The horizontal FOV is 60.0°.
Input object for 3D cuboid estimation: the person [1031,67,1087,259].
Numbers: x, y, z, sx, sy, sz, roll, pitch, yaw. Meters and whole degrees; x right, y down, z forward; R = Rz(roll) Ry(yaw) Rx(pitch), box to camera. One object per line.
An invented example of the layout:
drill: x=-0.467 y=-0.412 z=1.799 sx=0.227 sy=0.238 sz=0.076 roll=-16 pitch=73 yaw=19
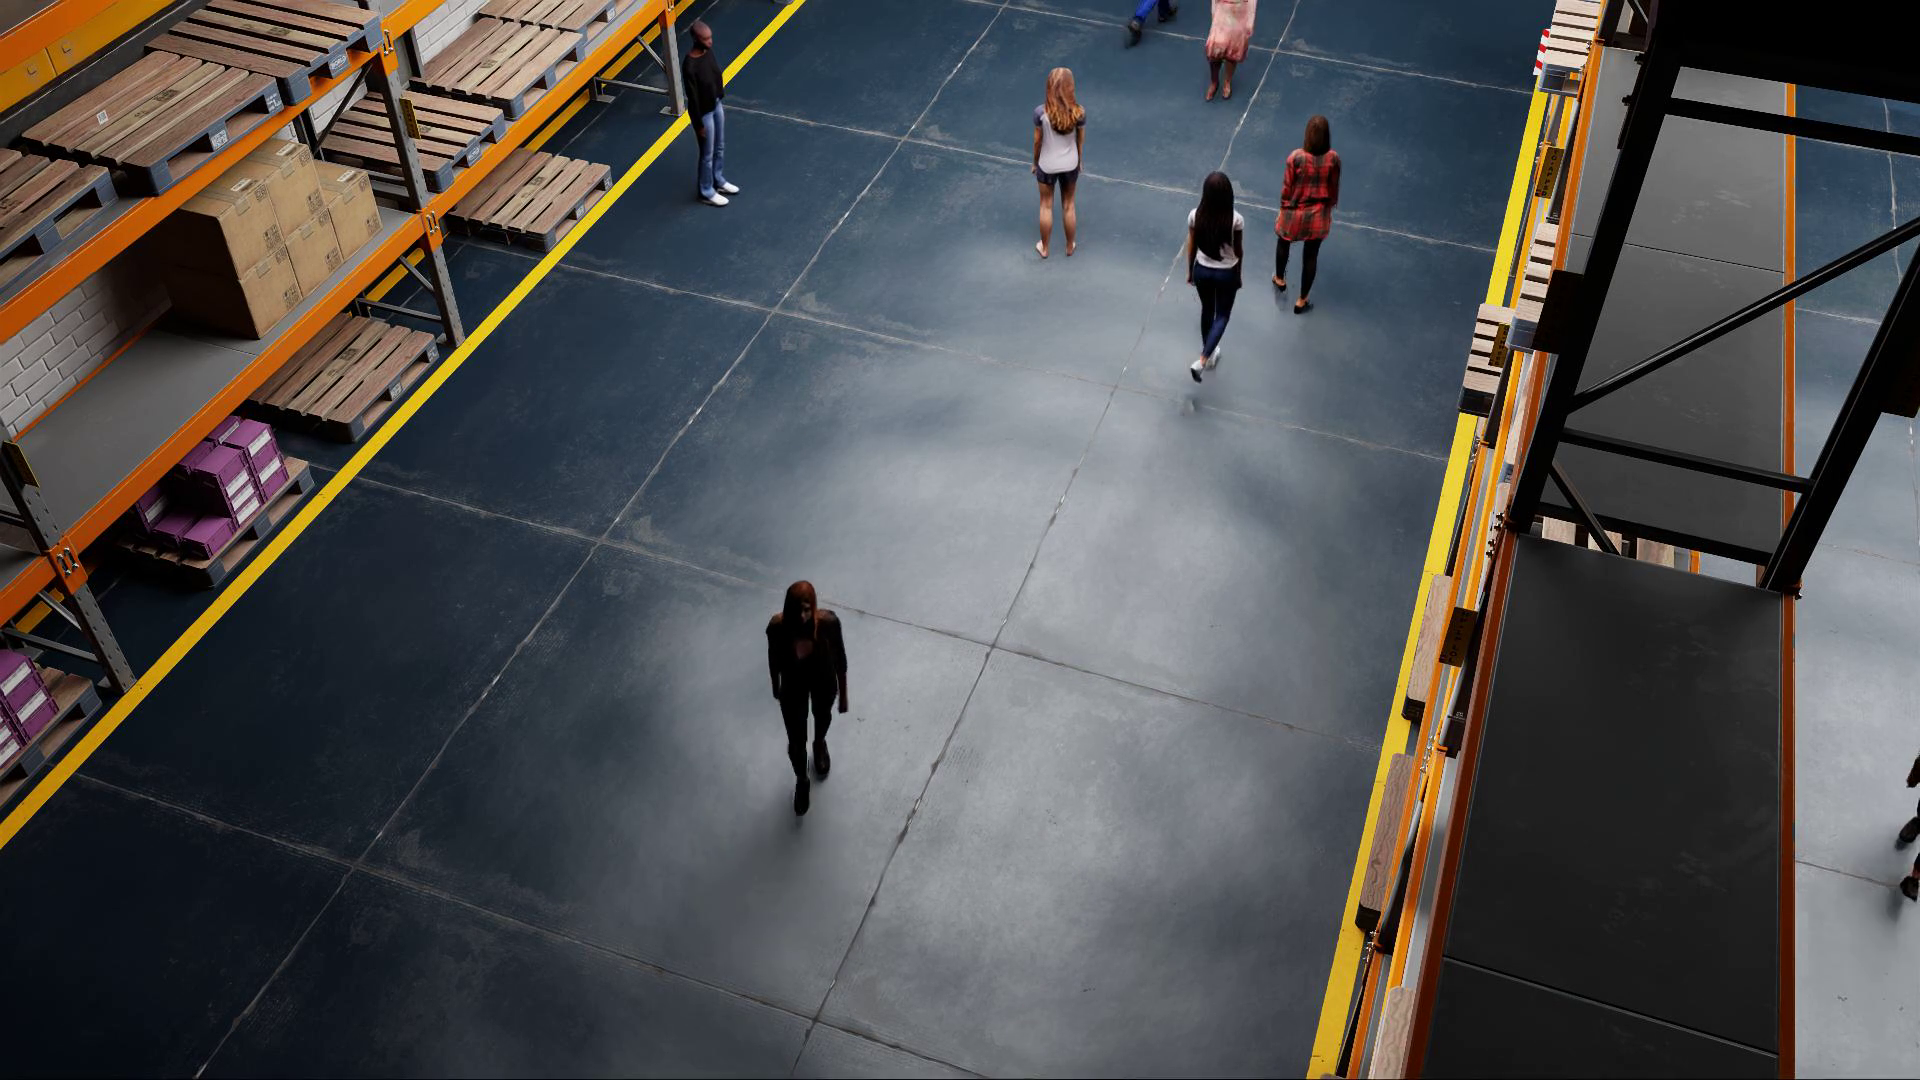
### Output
person: x=0.831 y=-3.176 z=14.089 sx=0.670 sy=1.730 sz=0.673 roll=-3 pitch=44 yaw=-3

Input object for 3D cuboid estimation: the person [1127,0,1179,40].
person: x=2.039 y=-6.048 z=17.020 sx=1.273 sy=1.846 sz=0.970 roll=-34 pitch=53 yaw=-31

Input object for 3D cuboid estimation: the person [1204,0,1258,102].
person: x=2.659 y=-5.120 z=16.166 sx=0.636 sy=1.680 sz=0.684 roll=9 pitch=44 yaw=9

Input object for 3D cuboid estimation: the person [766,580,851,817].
person: x=-0.903 y=0.784 z=9.961 sx=0.829 sy=1.690 sz=0.948 roll=-6 pitch=44 yaw=-7

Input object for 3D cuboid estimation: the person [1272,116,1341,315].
person: x=2.807 y=-2.616 z=13.534 sx=0.765 sy=1.684 sz=0.852 roll=4 pitch=44 yaw=4

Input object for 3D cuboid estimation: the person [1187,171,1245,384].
person: x=1.937 y=-1.974 z=12.810 sx=0.660 sy=1.755 sz=0.921 roll=19 pitch=47 yaw=19

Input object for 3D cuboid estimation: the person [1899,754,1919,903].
person: x=5.751 y=1.350 z=9.554 sx=0.806 sy=1.433 sz=1.057 roll=29 pitch=51 yaw=27

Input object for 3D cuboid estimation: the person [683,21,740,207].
person: x=-2.257 y=-3.783 z=14.719 sx=0.651 sy=1.741 sz=0.457 roll=13 pitch=45 yaw=13
